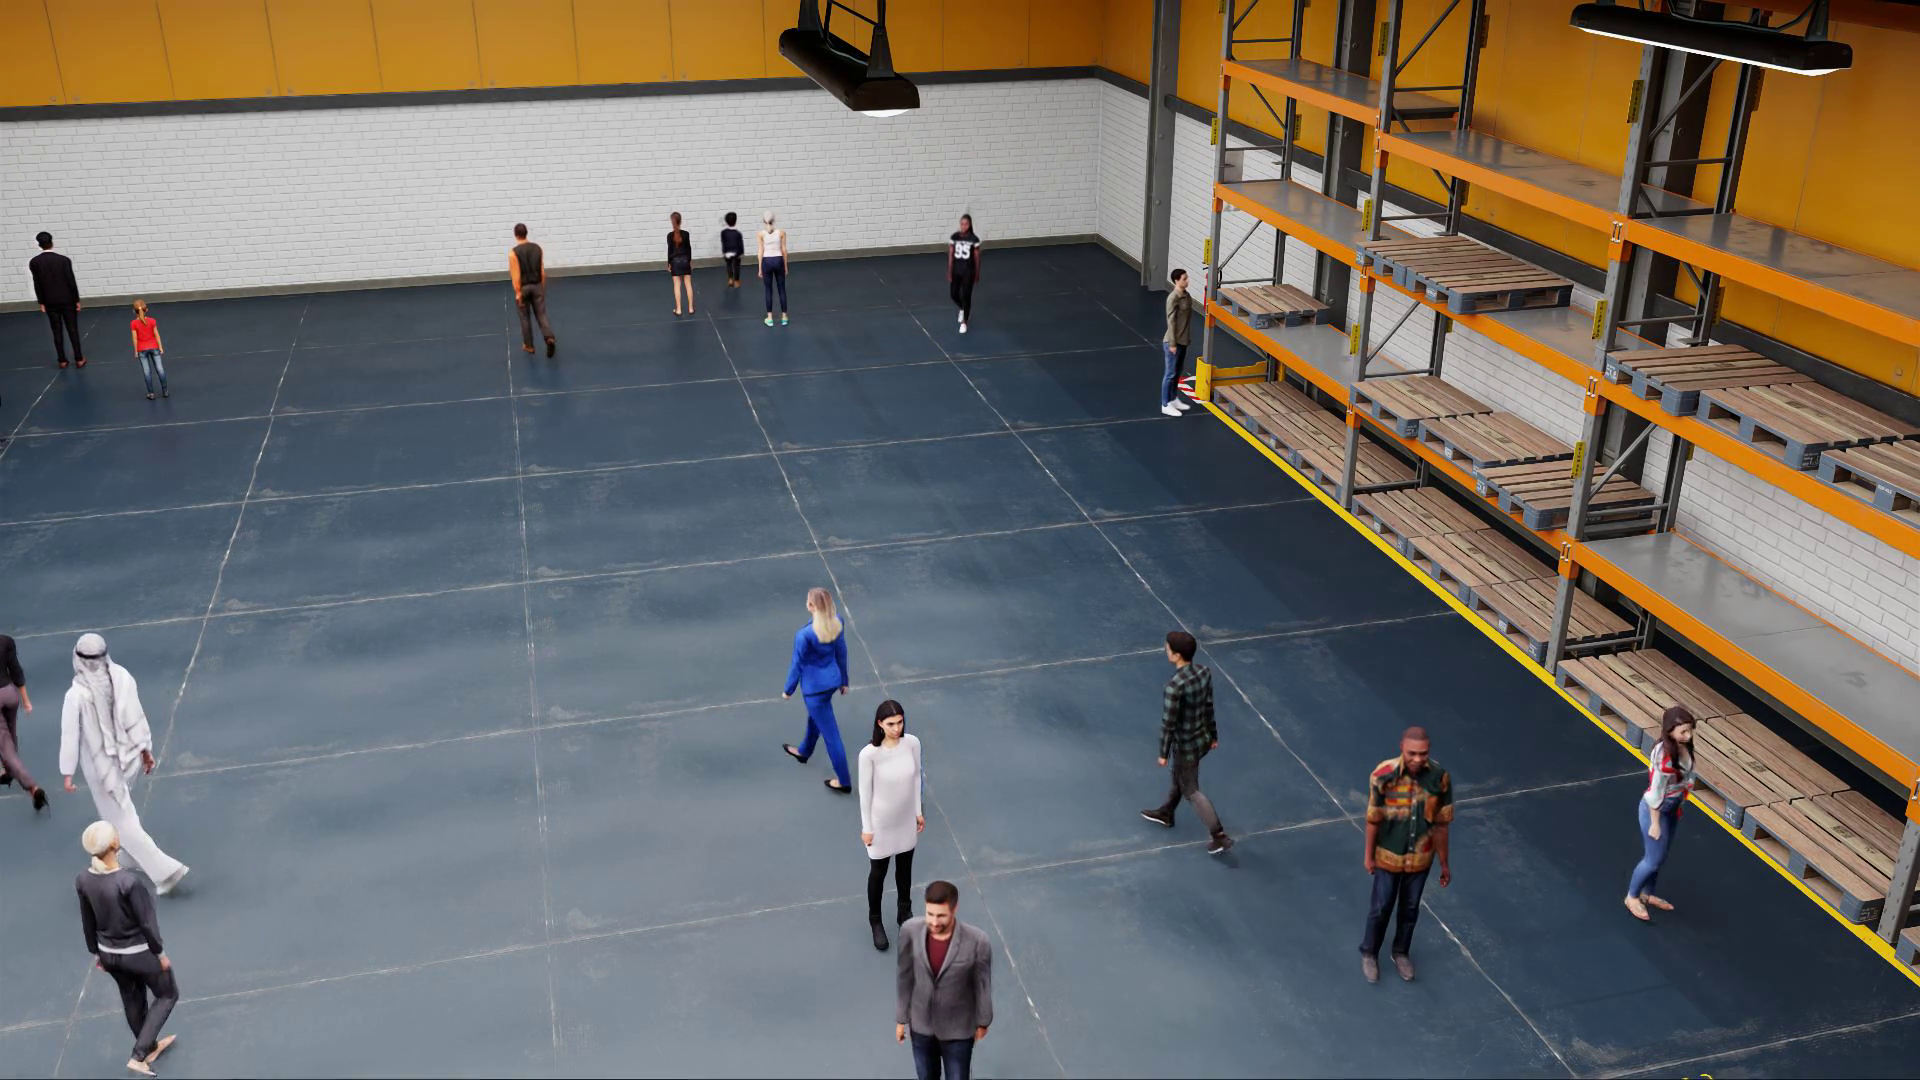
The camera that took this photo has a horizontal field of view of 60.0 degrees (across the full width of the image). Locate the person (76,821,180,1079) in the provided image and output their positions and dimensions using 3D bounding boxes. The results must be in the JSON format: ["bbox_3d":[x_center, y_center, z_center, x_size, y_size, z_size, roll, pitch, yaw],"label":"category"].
[{"bbox_3d":[-4.946,2.459,9.829,0.786,1.713,0.888,3,24,8],"label":"person"}]

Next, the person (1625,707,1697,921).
[{"bbox_3d":[4.785,1.841,11.373,0.717,1.610,0.709,17,29,34],"label":"person"}]

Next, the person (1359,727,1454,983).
[{"bbox_3d":[2.886,1.987,10.795,0.783,1.803,0.796,0,24,0],"label":"person"}]

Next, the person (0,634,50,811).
[{"bbox_3d":[-7.226,1.308,12.567,1.083,1.629,1.016,14,27,28],"label":"person"}]

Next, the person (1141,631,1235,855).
[{"bbox_3d":[1.719,1.489,12.075,1.190,1.682,1.093,17,29,34],"label":"person"}]

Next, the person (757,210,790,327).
[{"bbox_3d":[-2.777,-4.048,24.729,0.602,1.702,0.539,-5,24,-11],"label":"person"}]

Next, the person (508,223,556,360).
[{"bbox_3d":[-5.915,-3.421,23.070,0.951,1.880,1.264,-16,28,-32],"label":"person"}]

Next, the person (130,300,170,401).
[{"bbox_3d":[-10.557,-2.479,21.629,0.550,1.310,0.567,-15,28,-30],"label":"person"}]

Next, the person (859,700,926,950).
[{"bbox_3d":[-0.448,1.865,11.070,0.664,1.808,0.613,-13,27,-27],"label":"person"}]

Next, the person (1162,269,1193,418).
[{"bbox_3d":[2.726,-2.519,21.027,0.840,1.865,0.780,13,27,27],"label":"person"}]

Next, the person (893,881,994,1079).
[{"bbox_3d":[-0.079,2.635,9.244,0.830,1.859,0.867,8,25,17],"label":"person"}]

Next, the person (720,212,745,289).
[{"bbox_3d":[-3.673,-4.646,26.700,0.576,1.219,0.592,4,24,8],"label":"person"}]

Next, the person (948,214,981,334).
[{"bbox_3d":[0.070,-3.937,24.450,0.814,1.722,0.895,6,24,13],"label":"person"}]

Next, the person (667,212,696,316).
[{"bbox_3d":[-4.254,-4.215,25.293,0.550,1.555,0.559,-8,25,-18],"label":"person"}]

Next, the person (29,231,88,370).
[{"bbox_3d":[-12.340,-3.287,22.766,0.682,1.879,0.541,-5,24,-12],"label":"person"}]

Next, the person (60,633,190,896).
[{"bbox_3d":[-5.837,1.594,11.584,1.288,1.893,1.245,10,26,22],"label":"person"}]

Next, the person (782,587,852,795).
[{"bbox_3d":[-0.989,1.192,12.784,1.104,1.667,1.008,15,28,31],"label":"person"}]
